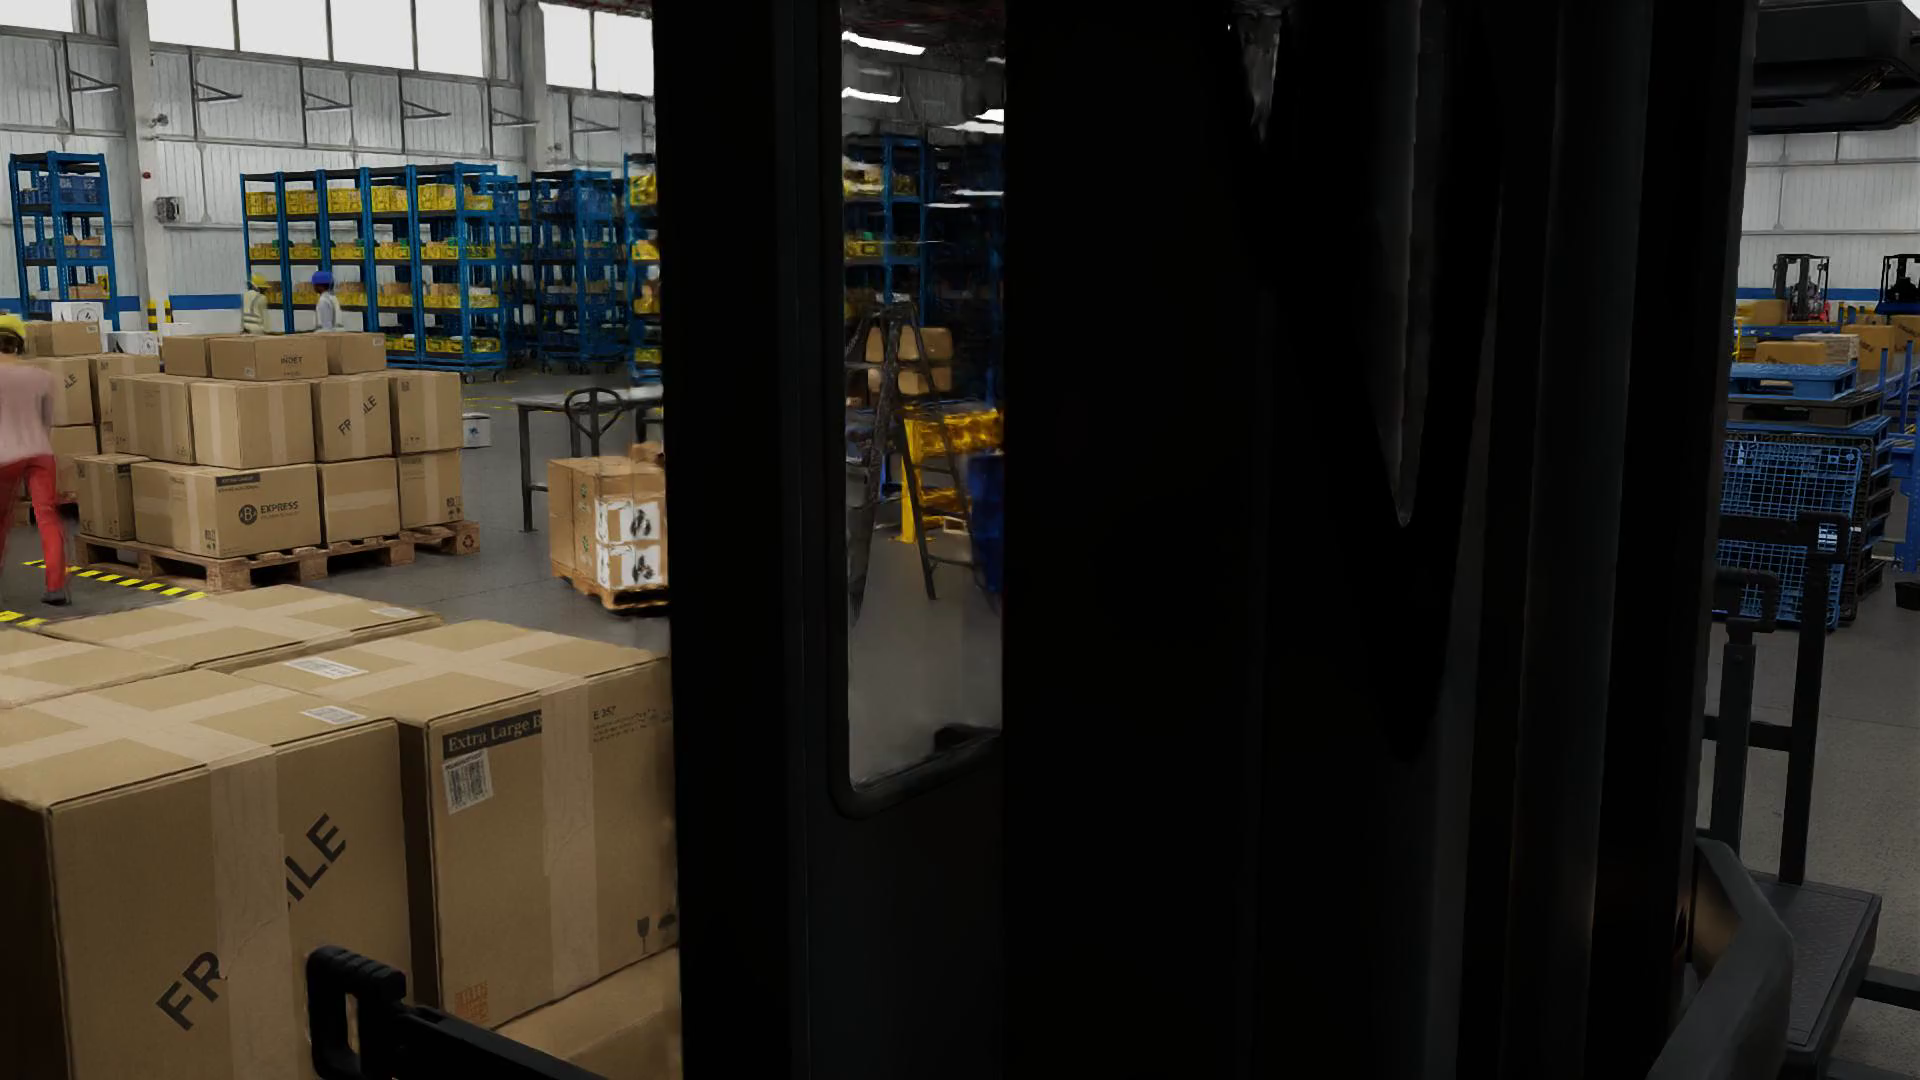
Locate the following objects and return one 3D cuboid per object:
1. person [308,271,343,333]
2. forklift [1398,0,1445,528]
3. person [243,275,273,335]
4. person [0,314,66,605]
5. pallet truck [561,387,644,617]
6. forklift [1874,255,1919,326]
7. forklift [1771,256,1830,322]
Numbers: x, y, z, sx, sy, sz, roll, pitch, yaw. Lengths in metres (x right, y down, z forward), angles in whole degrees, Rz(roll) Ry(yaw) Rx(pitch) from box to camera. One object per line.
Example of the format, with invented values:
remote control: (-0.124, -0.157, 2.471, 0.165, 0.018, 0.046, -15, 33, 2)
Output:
person: (-8.605, -2.712, 22.663, 1.023, 1.897, 0.619, 0, 10, -2)
forklift: (1.249, -0.137, 4.360, 1.873, 2.768, 1.129, 7, 12, 35)
person: (-12.006, -3.626, 28.425, 0.438, 1.784, 0.675, -9, 13, -44)
person: (-5.615, -0.474, 9.865, 0.970, 1.699, 0.527, 7, 12, 38)
pallet truck: (-1.981, -0.274, 10.088, 0.680, 1.201, 1.601, -5, 11, -28)
forklift: (22.089, -5.634, 38.796, 1.157, 1.987, 2.680, 6, 11, 33)
forklift: (20.253, -5.854, 40.139, 1.157, 1.987, 2.680, 7, 12, 35)
